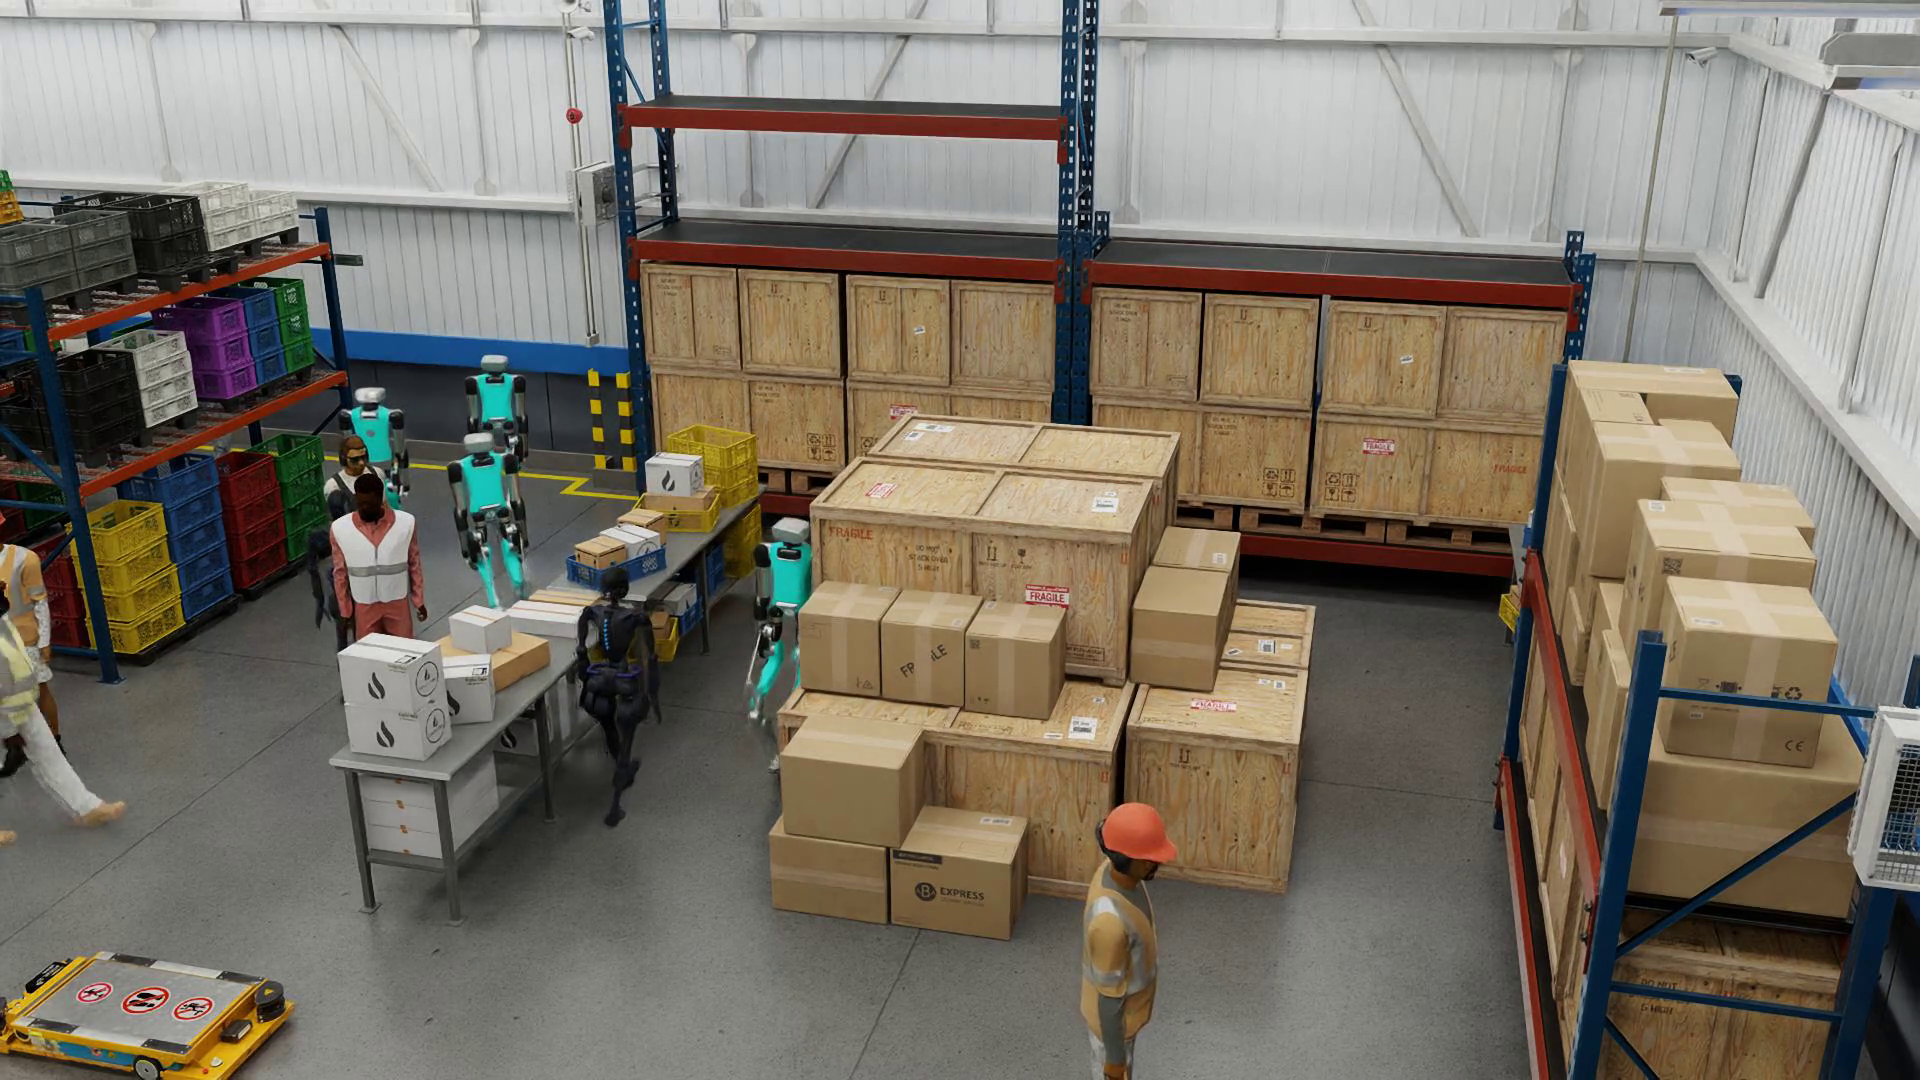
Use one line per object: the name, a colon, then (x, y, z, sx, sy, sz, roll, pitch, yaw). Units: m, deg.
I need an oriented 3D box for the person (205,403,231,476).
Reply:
person: (-7.141, -1.201, 16.123, 0.309, 1.740, 0.486, -8, 22, -20)

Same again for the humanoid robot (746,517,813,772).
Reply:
humanoid robot: (-1.158, 0.779, 10.972, 0.543, 1.786, 0.875, 5, 22, 14)

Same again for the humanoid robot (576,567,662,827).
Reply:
humanoid robot: (-2.180, 0.958, 10.607, 0.584, 1.631, 0.767, 5, 21, 12)

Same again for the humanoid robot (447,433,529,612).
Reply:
humanoid robot: (-3.505, 0.162, 12.678, 0.538, 1.854, 0.876, -9, 23, -23)

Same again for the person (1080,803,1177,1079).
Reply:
person: (0.716, 2.043, 7.222, 0.379, 2.039, 0.615, 4, 21, 9)

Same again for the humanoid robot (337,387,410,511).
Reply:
humanoid robot: (-4.978, -0.474, 14.373, 0.550, 1.893, 0.798, -4, 21, -9)

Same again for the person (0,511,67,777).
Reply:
person: (-6.297, 0.651, 11.007, 0.542, 1.938, 0.352, -3, 21, -7)

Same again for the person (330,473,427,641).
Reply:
person: (-4.035, 0.432, 11.614, 0.587, 1.913, 0.391, -9, 23, -22)

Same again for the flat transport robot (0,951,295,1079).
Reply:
flat transport robot: (-4.270, 2.464, 8.601, 1.431, 0.231, 0.659, 5, 22, 13)

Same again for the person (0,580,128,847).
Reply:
person: (-5.786, 1.047, 10.168, 0.947, 1.788, 0.650, -4, 21, -9)

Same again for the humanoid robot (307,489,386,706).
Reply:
humanoid robot: (-4.368, 0.395, 12.040, 0.616, 1.646, 0.370, -8, 22, -19)

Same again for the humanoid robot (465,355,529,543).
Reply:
humanoid robot: (-4.095, -0.675, 14.875, 0.548, 1.862, 0.834, -6, 22, -15)

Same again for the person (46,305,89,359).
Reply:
person: (-9.597, -1.977, 18.028, 0.564, 1.836, 0.383, -6, 22, -15)

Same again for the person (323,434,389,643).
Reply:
person: (-4.533, 0.070, 12.672, 0.342, 1.837, 0.508, 14, 25, 32)
